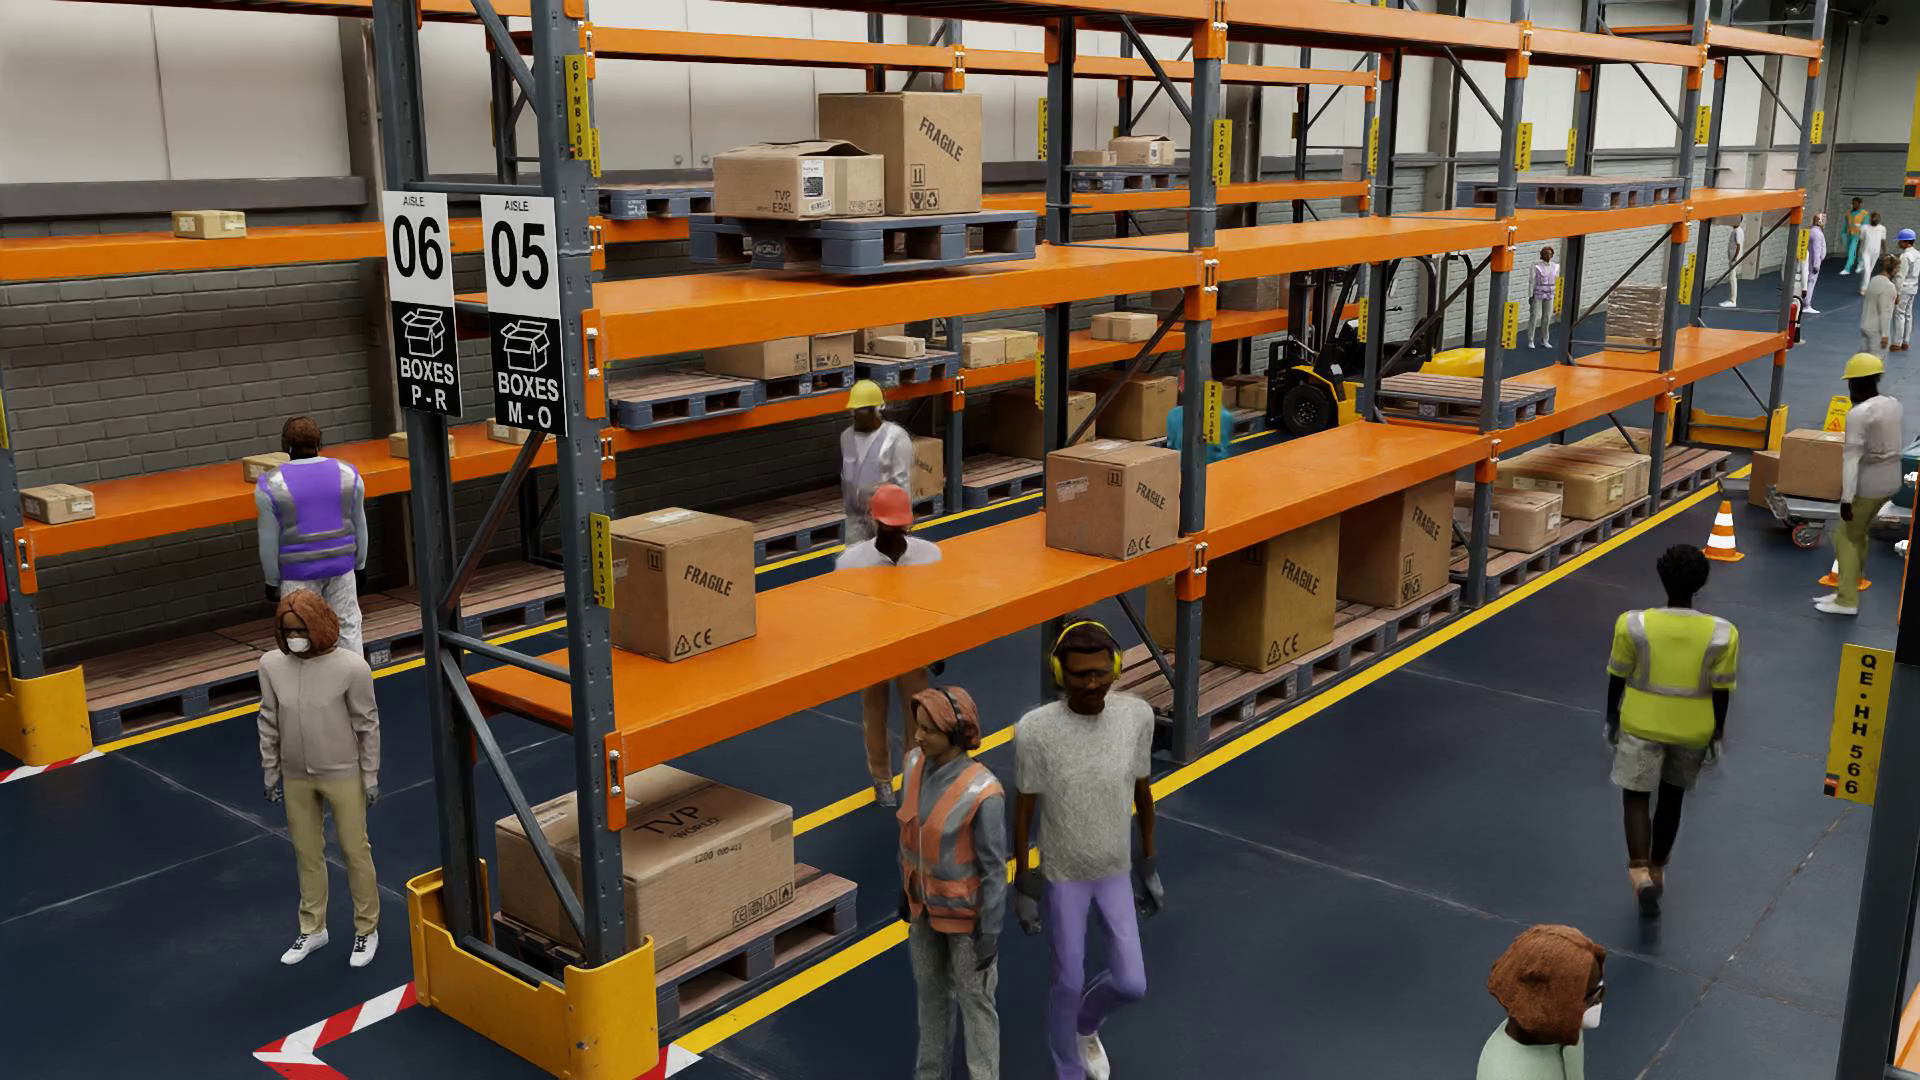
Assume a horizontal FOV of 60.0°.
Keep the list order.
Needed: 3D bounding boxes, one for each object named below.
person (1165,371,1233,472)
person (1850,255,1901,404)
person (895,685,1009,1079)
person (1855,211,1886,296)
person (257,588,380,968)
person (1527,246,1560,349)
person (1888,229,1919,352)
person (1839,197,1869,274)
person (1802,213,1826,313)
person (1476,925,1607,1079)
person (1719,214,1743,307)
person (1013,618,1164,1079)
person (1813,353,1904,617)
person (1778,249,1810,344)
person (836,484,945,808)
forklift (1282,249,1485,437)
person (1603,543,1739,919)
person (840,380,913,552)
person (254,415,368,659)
[{"bbox_3d":[1.827,-0.489,12.720,0.564,1.724,0.767,8,16,30],"label":"person"},{"bbox_3d":[11.597,-2.636,21.038,0.372,1.932,0.636,2,14,8],"label":"person"},{"bbox_3d":[-0.035,1.276,5.704,0.310,1.638,0.522,-11,18,-39],"label":"person"},{"bbox_3d":[19.201,-6.012,35.062,0.520,1.799,0.973,2,14,7],"label":"person"},{"bbox_3d":[-2.649,0.986,6.895,0.507,1.632,0.269,2,14,7],"label":"person"},{"bbox_3d":[9.402,-3.910,26.815,0.523,1.639,0.306,-2,14,-10],"label":"person"},{"bbox_3d":[14.933,-3.944,26.344,0.610,1.940,0.416,-12,18,-40],"label":"person"},{"bbox_3d":[21.978,-7.475,40.813,0.824,1.887,0.600,-6,15,-22],"label":"person"},{"bbox_3d":[16.455,-5.330,32.065,0.399,1.902,0.642,3,14,12],"label":"person"},{"bbox_3d":[1.369,1.684,4.068,0.277,1.626,0.502,11,18,38],"label":"person"},{"bbox_3d":[15.415,-5.591,33.185,0.312,1.869,0.538,5,15,20],"label":"person"},{"bbox_3d":[0.441,1.155,5.755,0.556,1.854,0.445,-4,14,-14],"label":"person"},{"bbox_3d":[6.457,-0.387,11.947,0.622,1.893,0.508,-10,17,-35],"label":"person"},{"bbox_3d":[13.734,-4.167,27.354,0.356,1.887,0.573,-2,14,-10],"label":"person"},{"bbox_3d":[-0.322,0.583,8.335,0.597,1.720,0.777,-3,14,-13],"label":"person"},{"bbox_3d":[4.886,-2.214,18.767,2.313,2.155,1.214,11,18,38],"label":"forklift"},{"bbox_3d":[3.132,0.855,7.368,0.531,1.676,0.726,4,14,16],"label":"person"},{"bbox_3d":[-0.555,-0.224,11.465,0.588,1.804,0.706,7,16,28],"label":"person"},{"bbox_3d":[-3.784,0.179,9.754,0.627,1.844,0.429,-11,18,-38],"label":"person"}]
